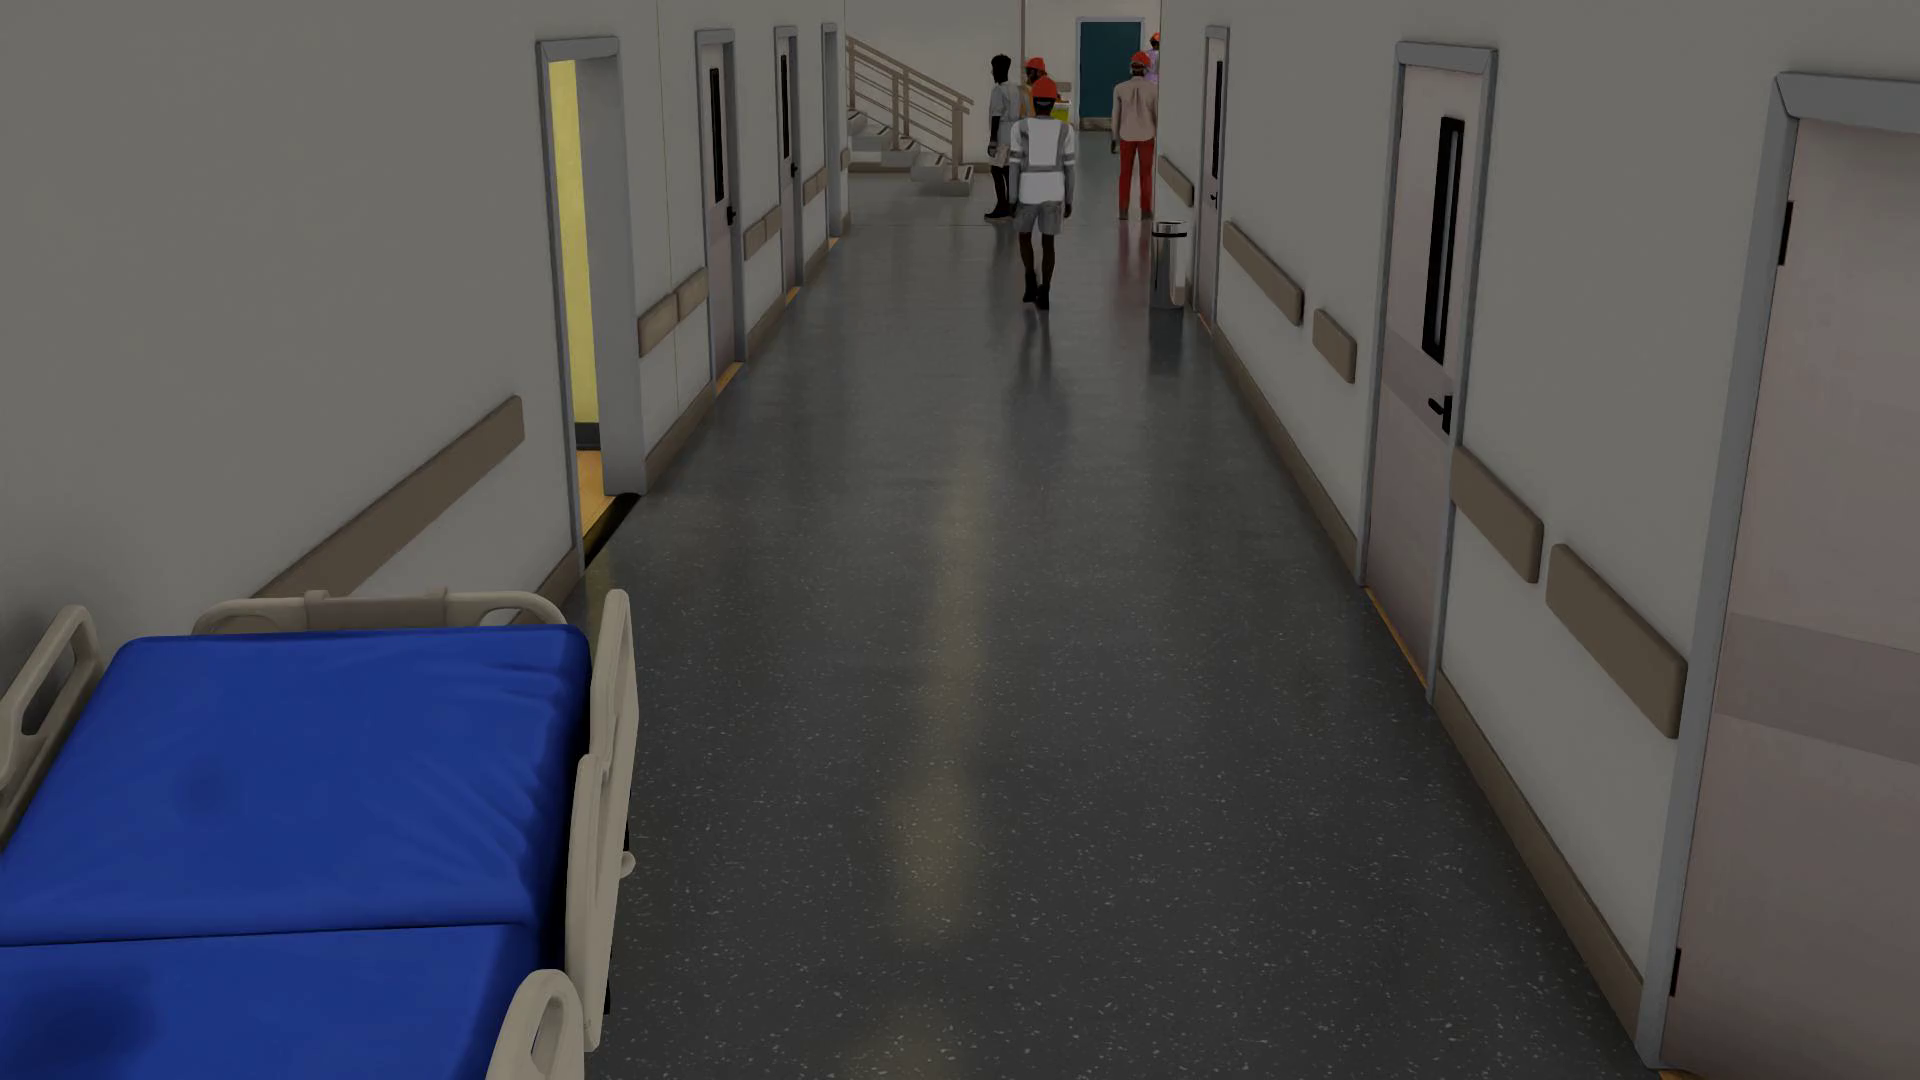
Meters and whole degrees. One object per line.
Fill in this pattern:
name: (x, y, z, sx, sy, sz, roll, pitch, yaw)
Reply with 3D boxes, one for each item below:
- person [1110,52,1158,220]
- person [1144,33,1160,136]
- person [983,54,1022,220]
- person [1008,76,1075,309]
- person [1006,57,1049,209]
person: (2.128, -4.851, 20.047, 0.650, 1.979, 0.495, 4, 18, 13)
person: (3.950, -9.243, 33.772, 0.410, 2.030, 0.611, -16, 24, -41)
person: (0.522, -4.866, 20.136, 0.385, 1.951, 0.617, 9, 20, 26)
person: (0.687, -2.924, 14.068, 0.576, 1.922, 0.412, -1, 18, -3)
person: (0.849, -5.065, 20.847, 0.428, 1.900, 0.595, 14, 22, 37)
